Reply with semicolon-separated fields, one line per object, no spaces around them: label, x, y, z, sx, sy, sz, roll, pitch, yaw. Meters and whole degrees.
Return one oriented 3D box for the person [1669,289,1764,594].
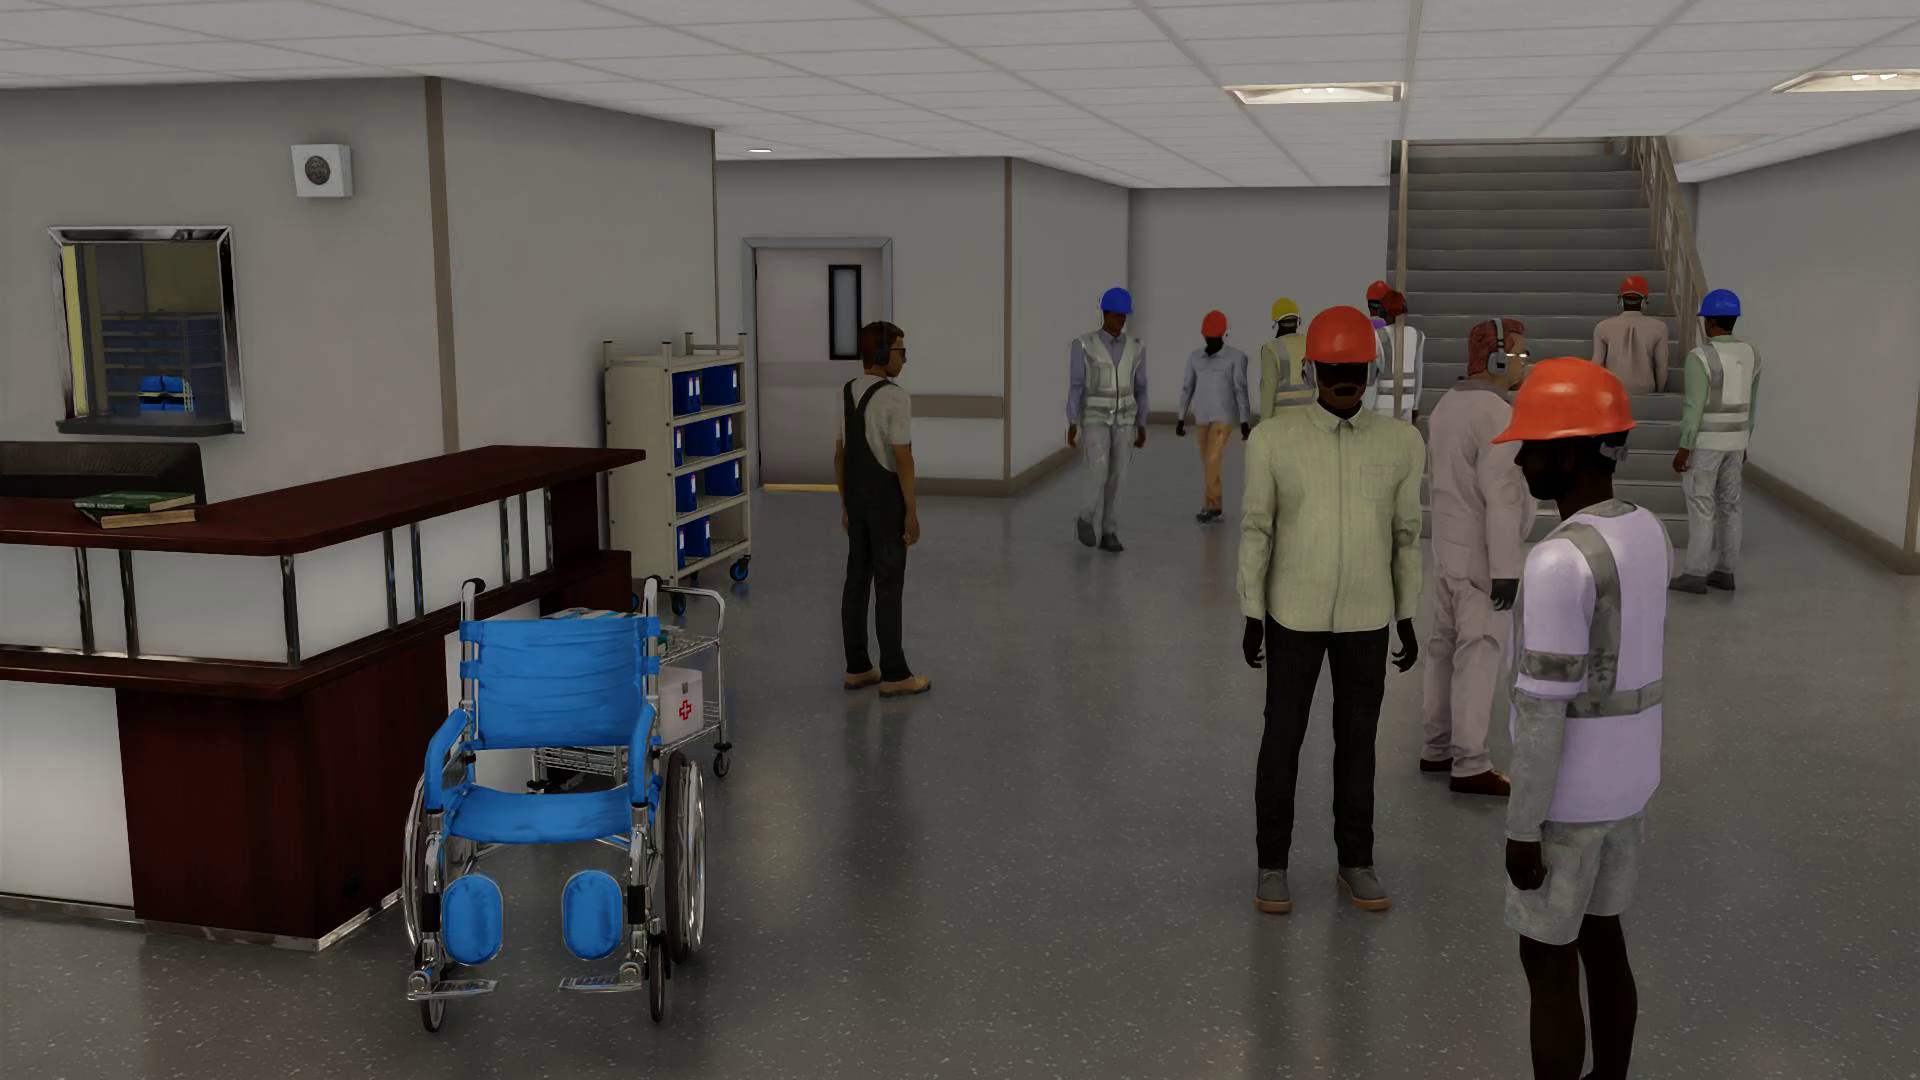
person;4.830;-0.625;10.659;0.614;1.946;0.389;-5;11;-25

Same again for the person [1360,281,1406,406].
person;3.778;-1.380;15.136;0.542;1.939;0.364;2;10;10

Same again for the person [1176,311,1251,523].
person;2.020;-0.990;13.483;0.626;1.713;0.609;9;13;44

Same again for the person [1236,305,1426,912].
person;1.217;0.234;5.467;0.612;1.995;0.382;-1;10;-3

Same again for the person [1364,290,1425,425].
person;3.545;-1.104;13.674;0.576;1.883;0.354;-5;11;-26

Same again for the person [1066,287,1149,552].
person;1.087;-0.865;12.116;0.639;1.930;0.436;-4;10;-20

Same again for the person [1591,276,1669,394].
person;5.672;-1.236;14.125;0.612;1.995;0.378;4;10;20

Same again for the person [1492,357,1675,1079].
person;1.378;0.551;3.805;0.390;1.929;0.545;9;13;44

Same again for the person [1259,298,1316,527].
person;2.597;-1.014;13.308;0.592;1.828;0.404;-7;12;-34

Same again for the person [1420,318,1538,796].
person;2.122;0.063;6.738;0.400;1.907;0.644;-1;10;-5

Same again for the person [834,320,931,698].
person;-0.402;-0.151;8.181;0.506;1.842;0.350;9;13;44
